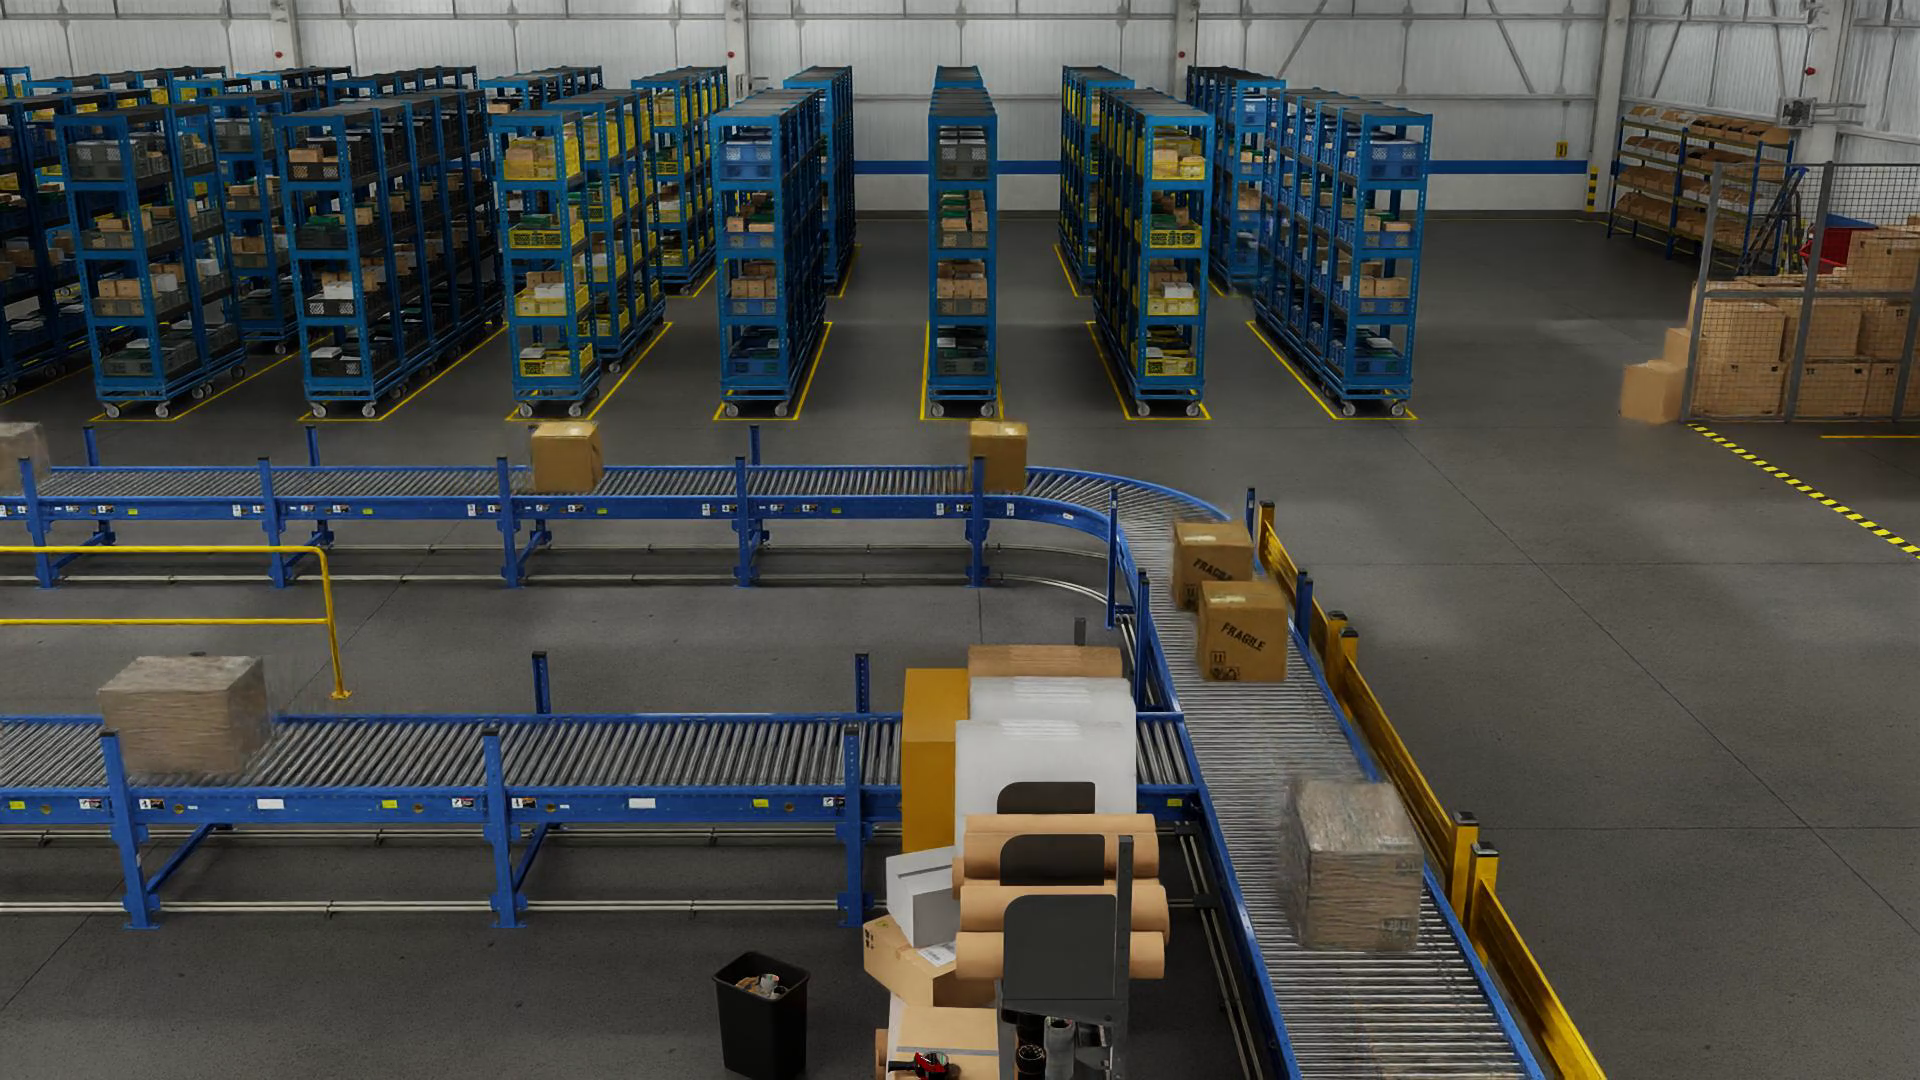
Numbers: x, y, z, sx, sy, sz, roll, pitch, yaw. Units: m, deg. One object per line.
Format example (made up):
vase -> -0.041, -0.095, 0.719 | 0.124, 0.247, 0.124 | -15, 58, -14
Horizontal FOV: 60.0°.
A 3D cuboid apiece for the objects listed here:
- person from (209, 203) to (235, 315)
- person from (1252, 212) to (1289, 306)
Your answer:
person -> -11.779, -4.530, 26.665 | 0.417, 1.820, 0.606 | -10, 21, -29
person -> 5.089, -4.555, 26.702 | 0.562, 1.834, 0.563 | -1, 18, -4
